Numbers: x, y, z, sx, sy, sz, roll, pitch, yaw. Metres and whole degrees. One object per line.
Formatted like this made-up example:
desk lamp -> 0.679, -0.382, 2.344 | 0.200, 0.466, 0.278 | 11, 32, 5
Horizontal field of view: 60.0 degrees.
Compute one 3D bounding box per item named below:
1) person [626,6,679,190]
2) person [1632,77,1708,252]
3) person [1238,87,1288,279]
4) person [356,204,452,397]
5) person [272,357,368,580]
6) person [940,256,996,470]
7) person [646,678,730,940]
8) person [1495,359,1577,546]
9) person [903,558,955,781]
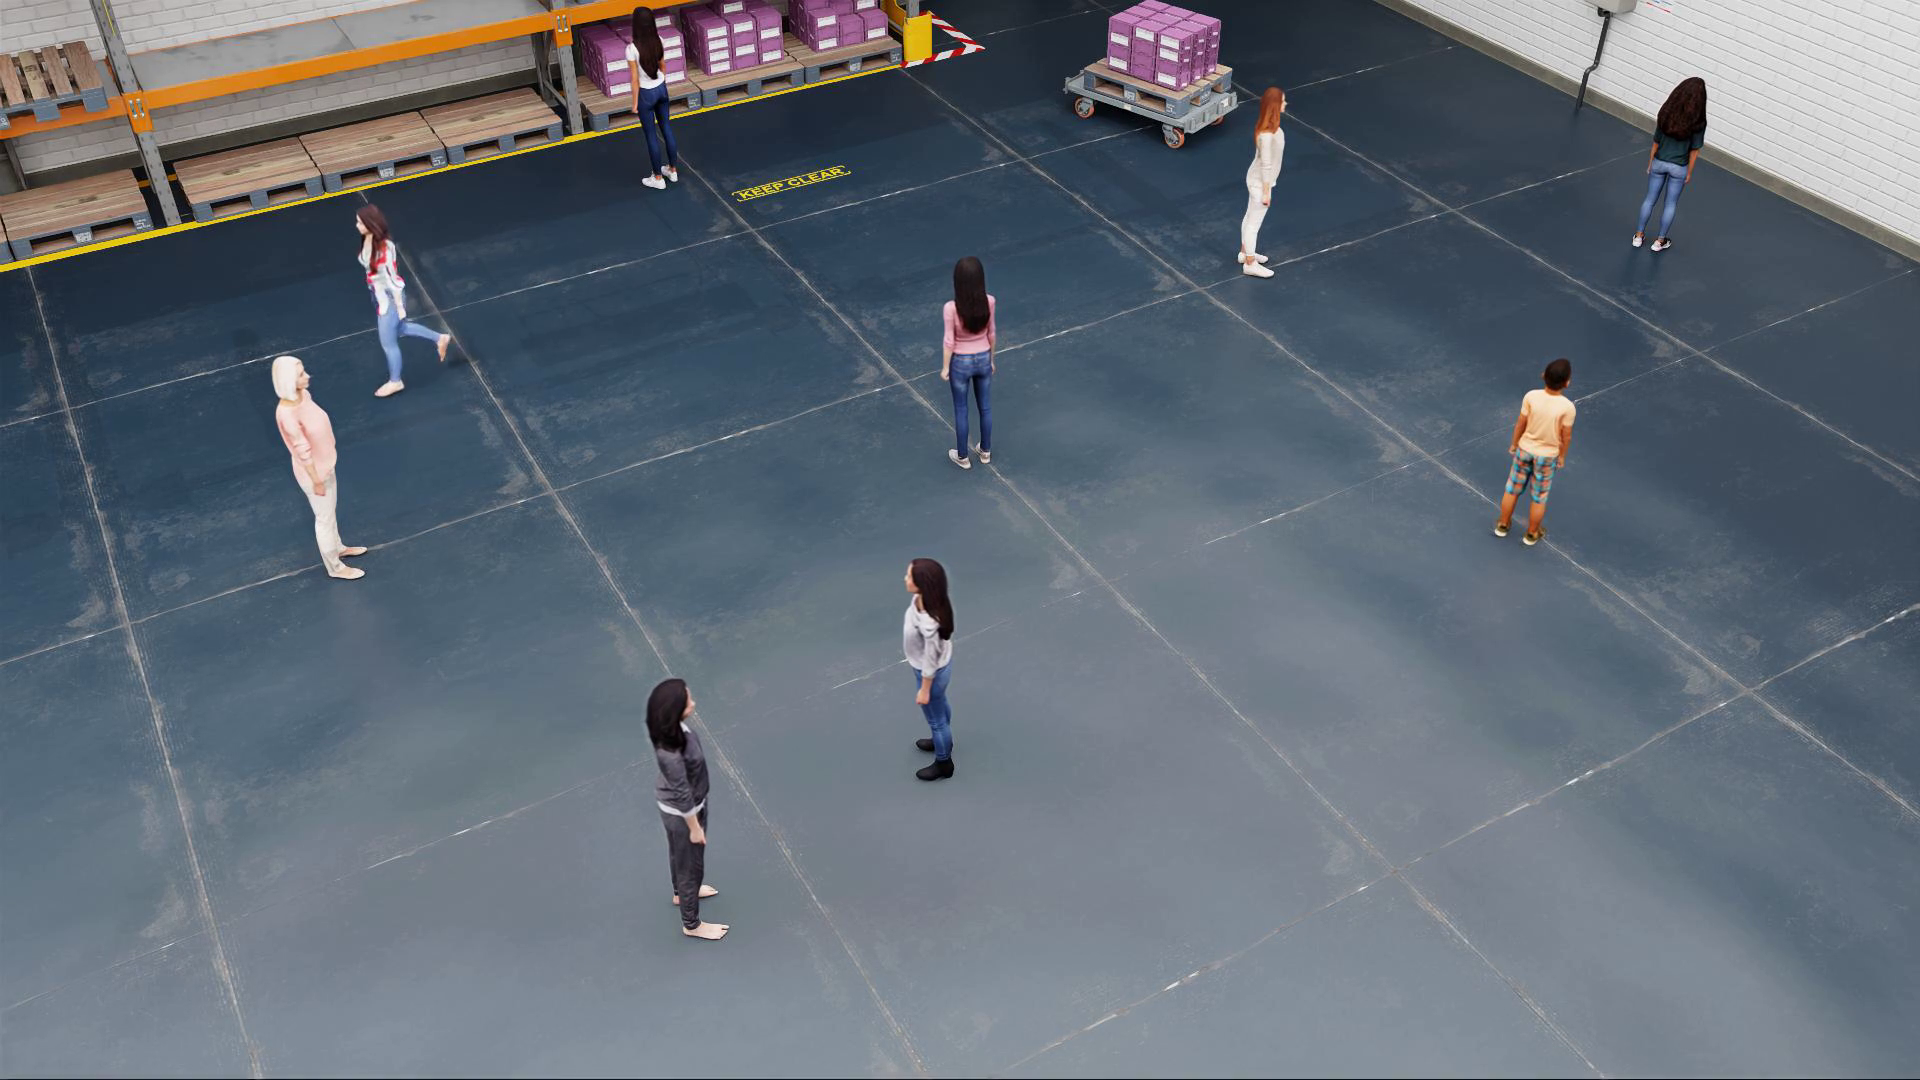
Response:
person -> -2.930, -4.224, 15.874 | 0.713, 1.775, 0.573 | 27, 46, 30
person -> 6.387, -3.375, 14.939 | 0.691, 1.617, 0.715 | 24, 45, 27
person -> 2.631, -3.146, 14.575 | 0.723, 1.713, 0.687 | 4, 39, 4
person -> -4.440, -1.930, 13.148 | 1.021, 1.594, 0.712 | -28, 46, -31
person -> -4.369, -0.502, 11.254 | 0.632, 1.726, 0.663 | -7, 39, -9
person -> 0.074, -1.302, 12.243 | 0.500, 1.742, 0.668 | -12, 40, -15
person -> -1.476, 1.409, 8.831 | 0.581, 1.764, 0.642 | -11, 40, -14
person -> 4.034, -0.620, 11.614 | 0.600, 1.461, 0.615 | 20, 43, 23
person -> -0.159, 0.751, 9.761 | 0.684, 1.631, 0.682 | 0, 39, 1
